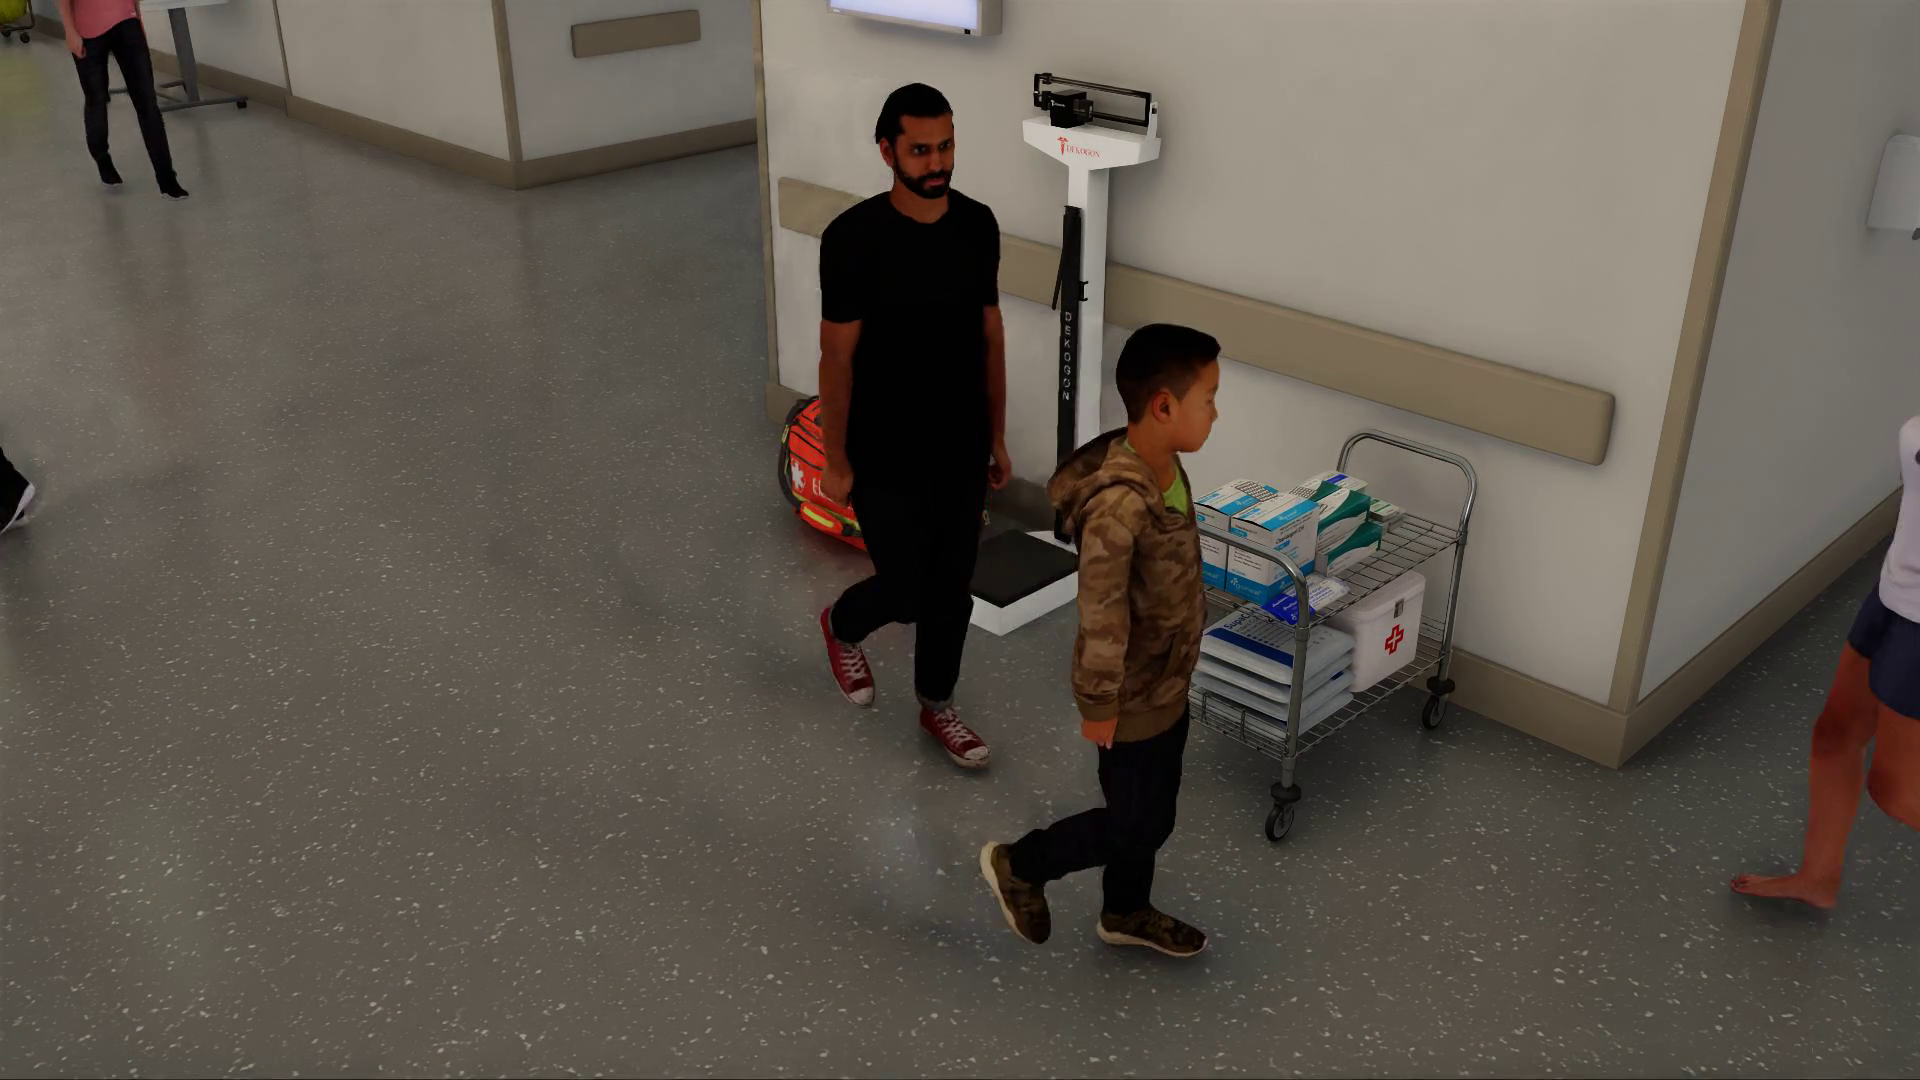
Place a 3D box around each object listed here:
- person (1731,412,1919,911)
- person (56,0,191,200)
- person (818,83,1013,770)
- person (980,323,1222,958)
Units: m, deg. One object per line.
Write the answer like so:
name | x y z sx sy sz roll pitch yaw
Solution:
person | 2.101 0.173 3.418 0.963 1.599 0.831 5 26 11
person | -4.892 -2.896 9.434 0.650 1.902 1.225 -22 33 -38
person | -0.155 -0.263 4.156 0.704 1.743 0.849 -18 31 -33
person | 0.295 0.257 3.429 0.833 1.438 0.745 8 27 16
